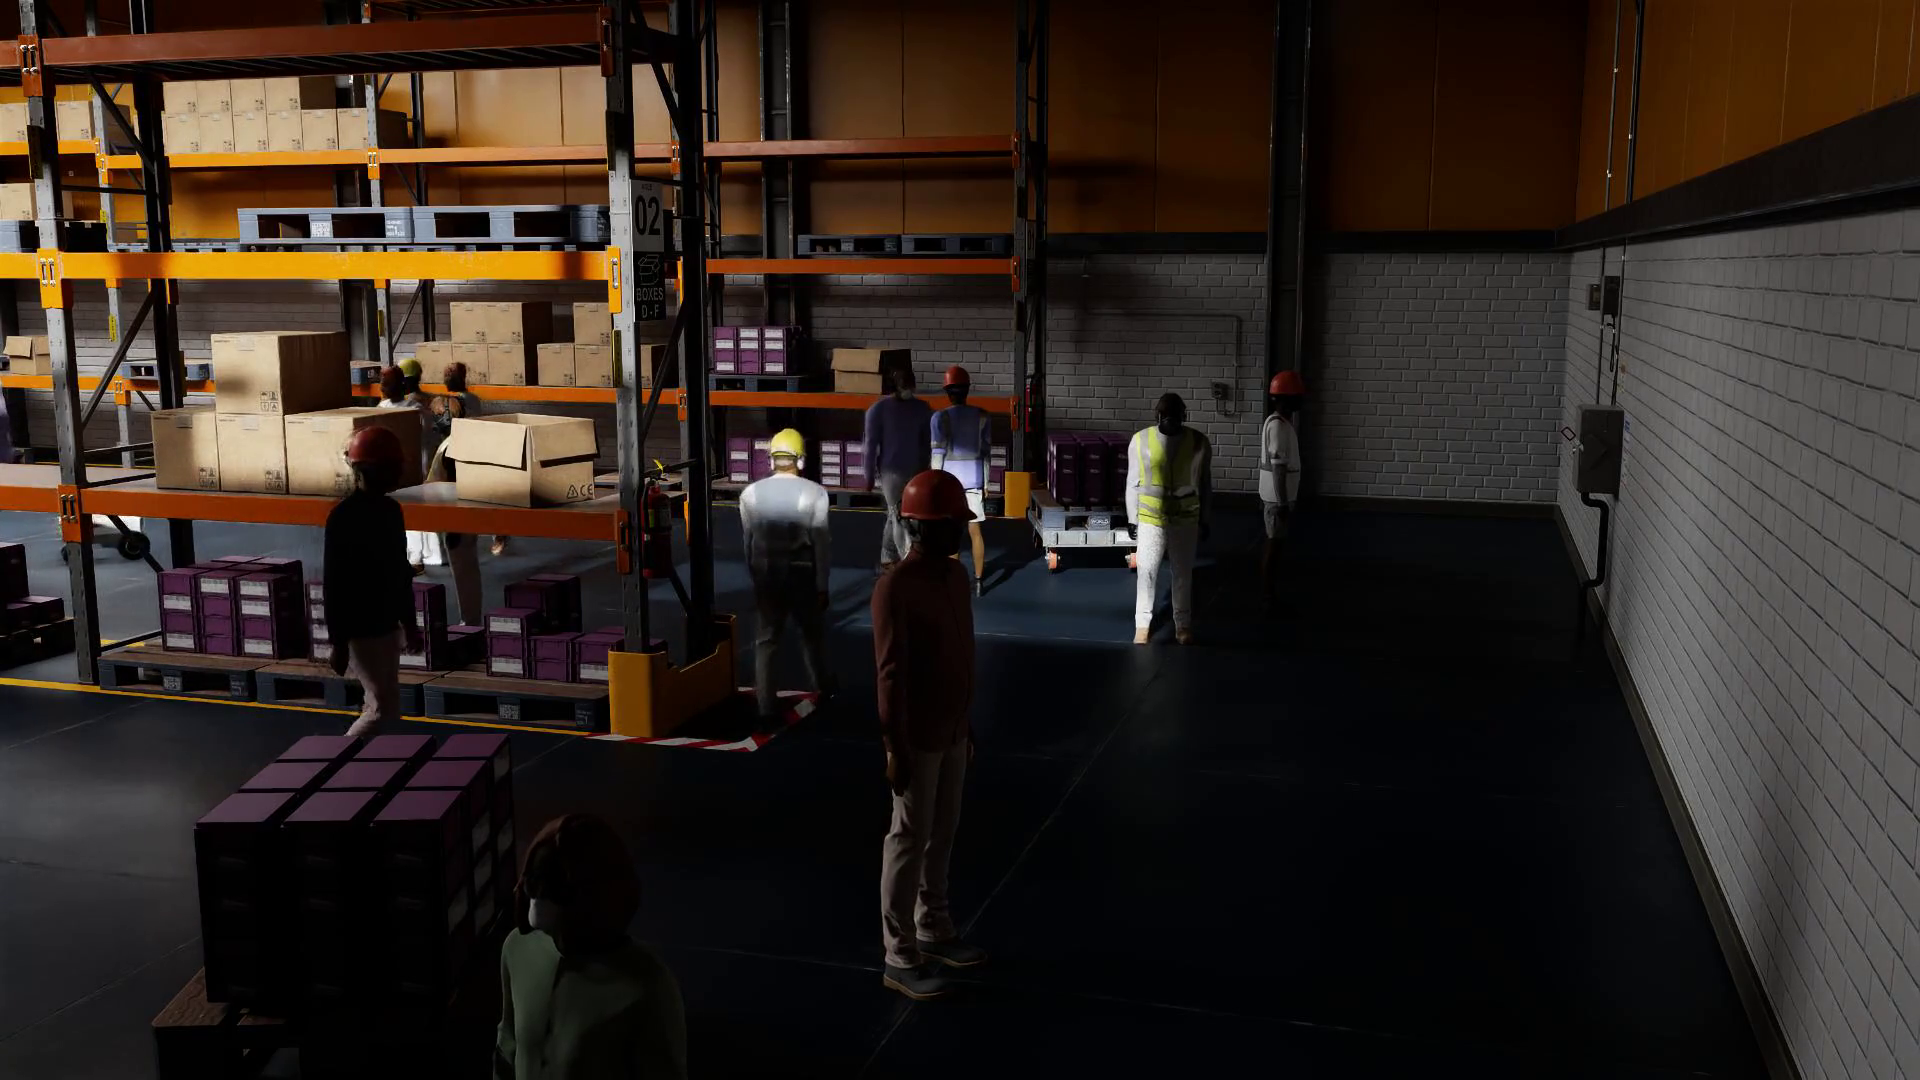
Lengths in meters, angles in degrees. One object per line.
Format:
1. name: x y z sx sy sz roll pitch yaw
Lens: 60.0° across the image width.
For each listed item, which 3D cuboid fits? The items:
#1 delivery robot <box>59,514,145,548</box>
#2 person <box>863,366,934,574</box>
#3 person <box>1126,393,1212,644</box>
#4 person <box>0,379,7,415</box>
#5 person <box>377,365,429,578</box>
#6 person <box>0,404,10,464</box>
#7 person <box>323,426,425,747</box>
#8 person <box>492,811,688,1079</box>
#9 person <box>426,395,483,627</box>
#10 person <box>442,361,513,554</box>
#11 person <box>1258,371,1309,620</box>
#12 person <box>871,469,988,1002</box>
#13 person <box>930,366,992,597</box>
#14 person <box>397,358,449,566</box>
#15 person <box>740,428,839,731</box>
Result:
1. delivery robot: -8.039 -0.129 15.582 0.707 0.478 0.477 -6 11 -31
2. person: -0.466 -0.561 14.452 0.658 1.876 1.023 -6 11 -32
3. person: 1.518 -0.151 12.089 0.625 1.843 0.430 0 9 2
4. person: -11.253 -1.290 19.032 0.632 1.842 0.429 -4 10 -24
5. person: -4.956 -0.601 14.730 0.641 1.879 0.374 6 11 33
6. person: -8.614 -0.569 14.471 0.672 1.897 0.430 -9 13 -42
7. person: -2.871 0.429 8.152 0.466 1.981 0.623 0 9 2
8. person: -0.785 1.361 3.495 0.500 1.636 0.281 5 11 30
9. person: -3.627 -0.128 11.980 0.429 1.836 0.625 -2 10 -14
10. person: -4.675 -0.776 15.886 0.819 1.863 0.582 1 9 7
11. person: 2.523 -0.354 13.029 0.361 1.939 0.542 1 9 8
12. person: -0.106 0.720 6.312 0.384 1.993 0.622 5 10 27
13. person: -0.010 -0.471 13.783 0.542 1.928 0.374 -4 10 -24
14. person: -5.006 -0.717 15.321 0.766 1.905 0.636 5 11 28
15. person: -1.024 0.214 10.065 0.603 1.769 0.955 2 10 14
